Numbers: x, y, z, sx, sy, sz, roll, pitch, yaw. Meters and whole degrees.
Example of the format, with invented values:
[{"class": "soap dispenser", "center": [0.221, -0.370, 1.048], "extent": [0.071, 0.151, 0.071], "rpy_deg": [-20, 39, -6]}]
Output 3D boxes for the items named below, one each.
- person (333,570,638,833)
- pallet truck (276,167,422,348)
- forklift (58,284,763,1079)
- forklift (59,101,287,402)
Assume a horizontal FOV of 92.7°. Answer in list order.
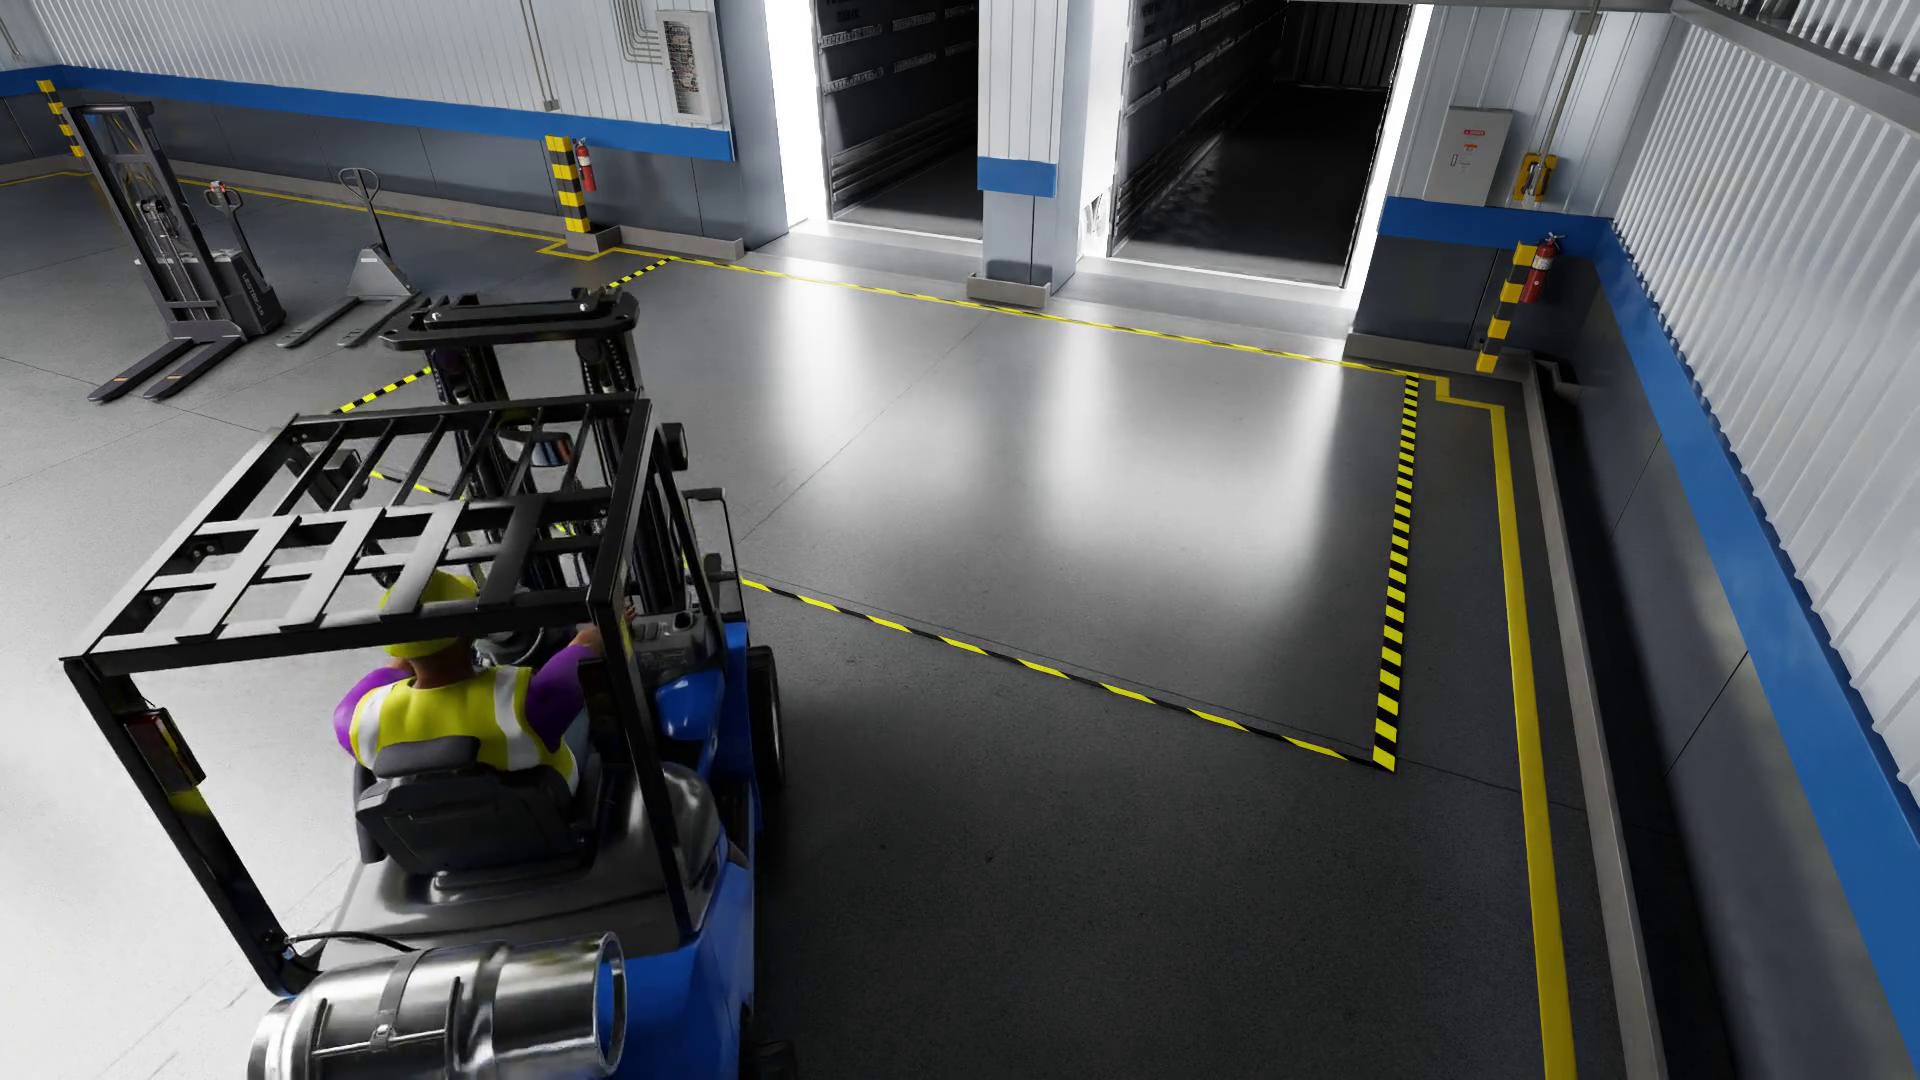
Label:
[{"class": "person", "center": [-1.313, 0.432, 2.765], "extent": [0.635, 1.294, 1.004], "rpy_deg": [-6, 35, -8]}, {"class": "pallet truck", "center": [-5.732, -2.611, 8.414], "extent": [0.680, 1.201, 1.601], "rpy_deg": [-1, 35, -1]}, {"class": "forklift", "center": [-1.310, 0.620, 2.823], "extent": [1.157, 2.036, 2.680], "rpy_deg": [-6, 35, -8]}, {"class": "forklift", "center": [-6.686, -2.387, 7.434], "extent": [0.823, 1.965, 1.885], "rpy_deg": [-3, 35, -5]}]
